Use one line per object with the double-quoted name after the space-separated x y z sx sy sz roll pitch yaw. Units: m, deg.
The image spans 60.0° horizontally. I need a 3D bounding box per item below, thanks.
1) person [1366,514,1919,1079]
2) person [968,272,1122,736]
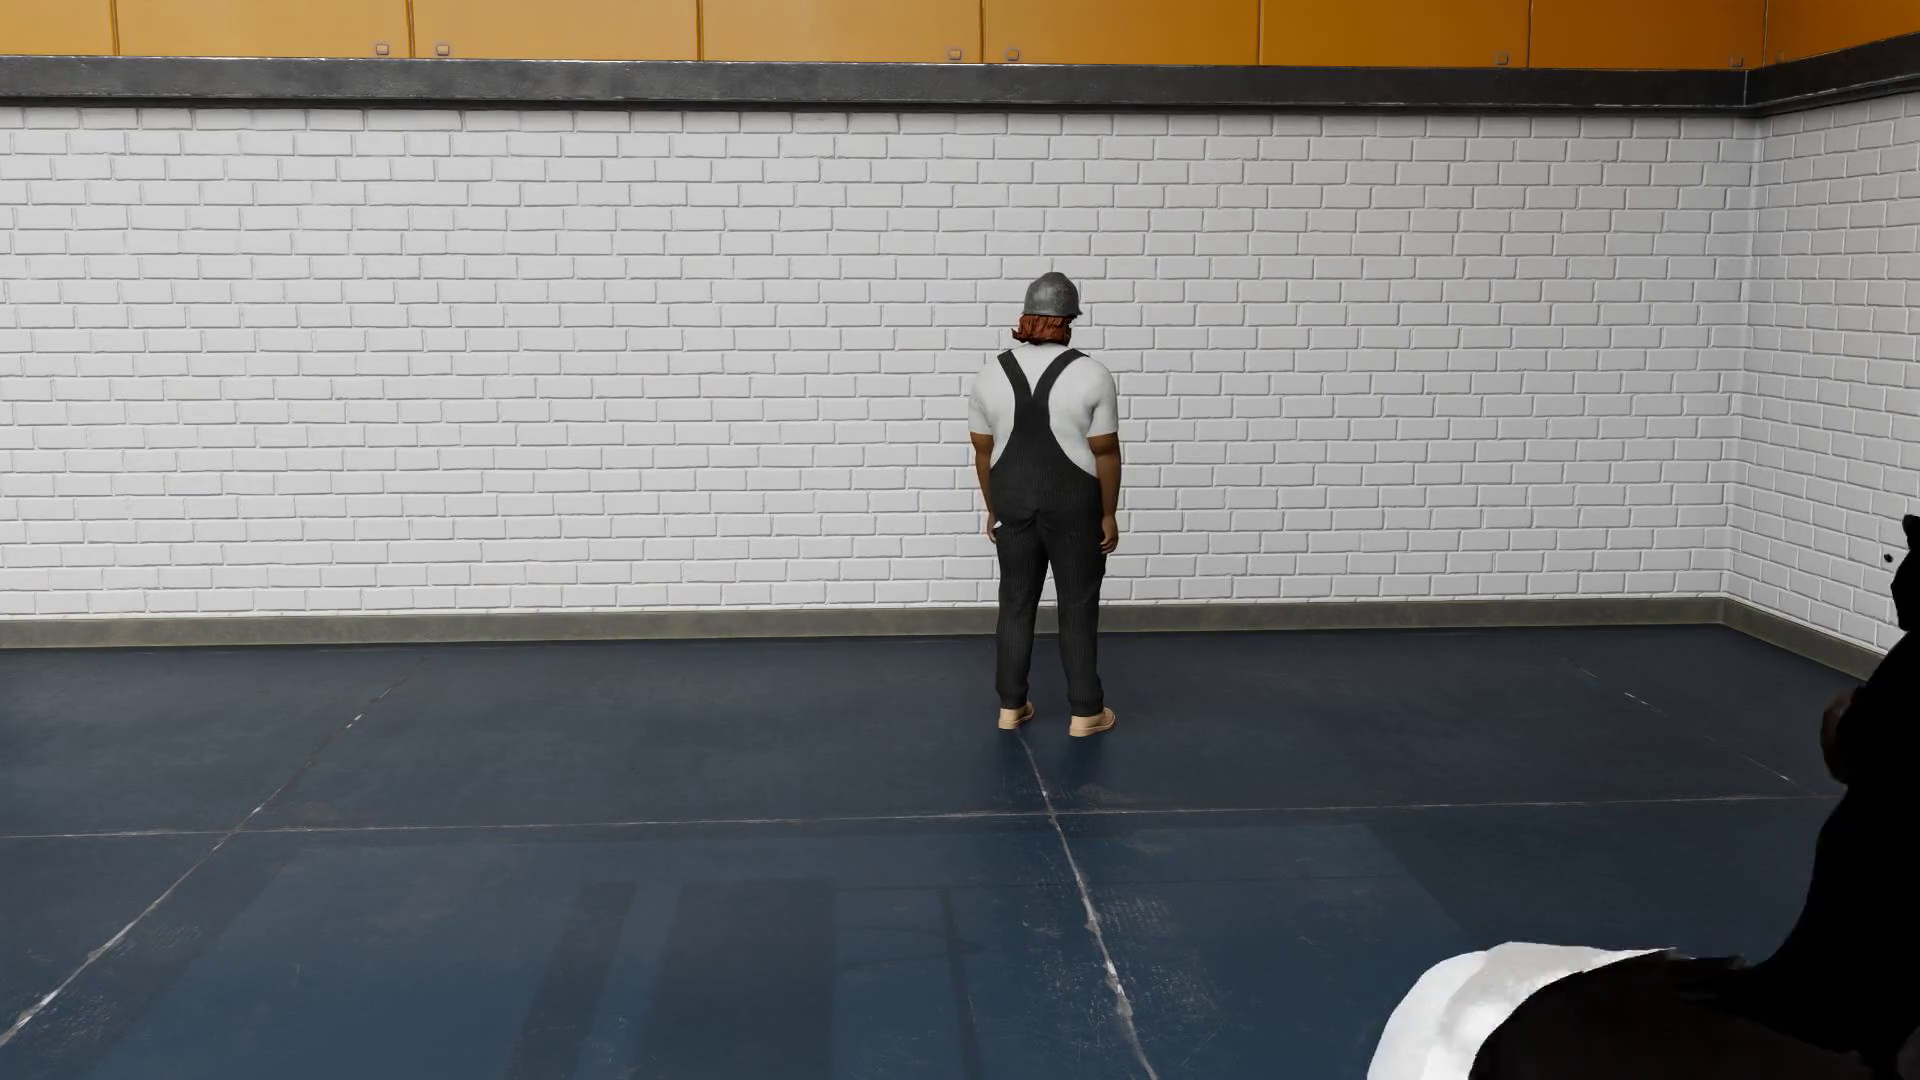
0.532 0.892 1.075 0.624 1.932 0.506 8 12 40 "person"
0.410 -0.160 7.364 0.684 2.000 0.538 4 10 23 "person"
